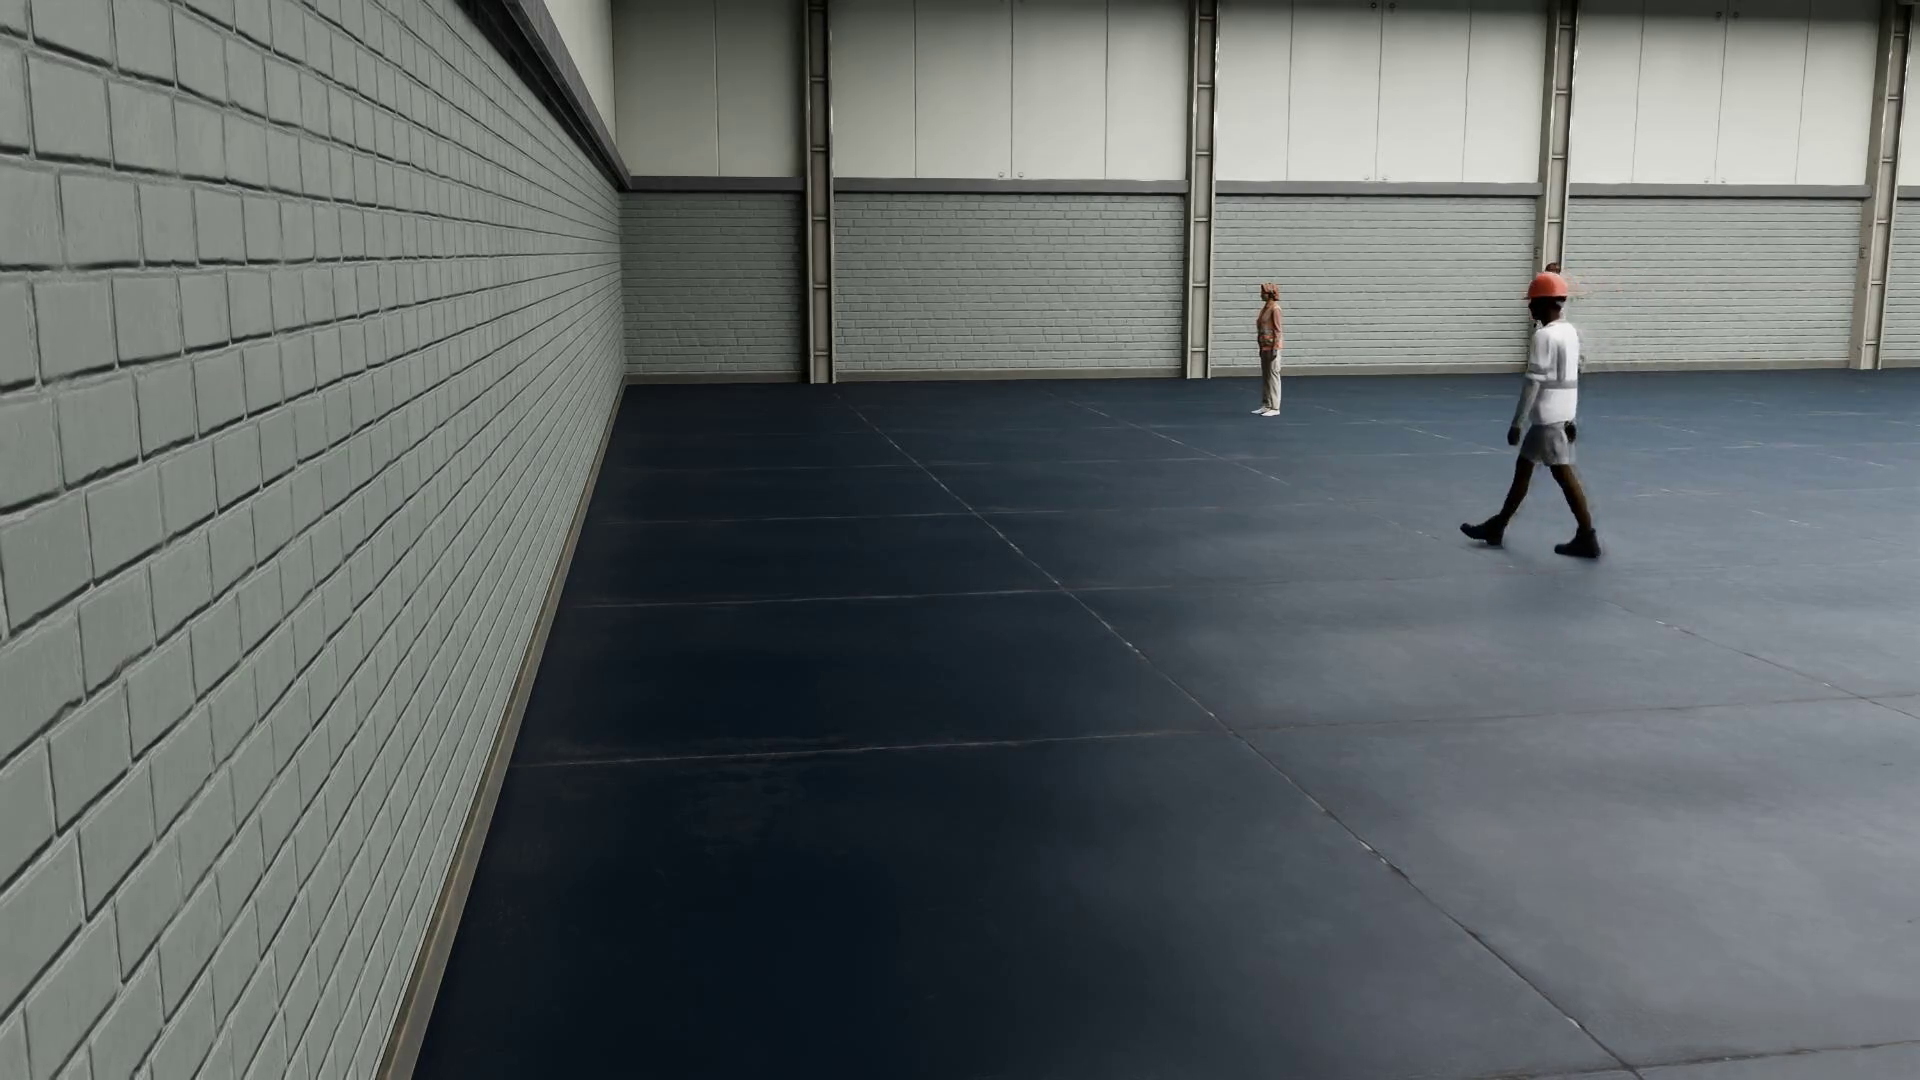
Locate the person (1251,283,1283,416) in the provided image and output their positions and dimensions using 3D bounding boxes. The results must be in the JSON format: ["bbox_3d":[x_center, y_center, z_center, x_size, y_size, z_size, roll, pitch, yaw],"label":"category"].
[{"bbox_3d":[3.811,-2.341,20.469,0.315,1.641,0.515,-2,10,-9],"label":"person"}]

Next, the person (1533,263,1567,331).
[{"bbox_3d":[9.429,-3.500,26.570,0.429,1.843,0.629,-7,12,-33],"label":"person"}]

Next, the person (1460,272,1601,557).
[{"bbox_3d":[3.895,-0.842,11.145,0.984,1.883,0.565,7,12,35],"label":"person"}]
